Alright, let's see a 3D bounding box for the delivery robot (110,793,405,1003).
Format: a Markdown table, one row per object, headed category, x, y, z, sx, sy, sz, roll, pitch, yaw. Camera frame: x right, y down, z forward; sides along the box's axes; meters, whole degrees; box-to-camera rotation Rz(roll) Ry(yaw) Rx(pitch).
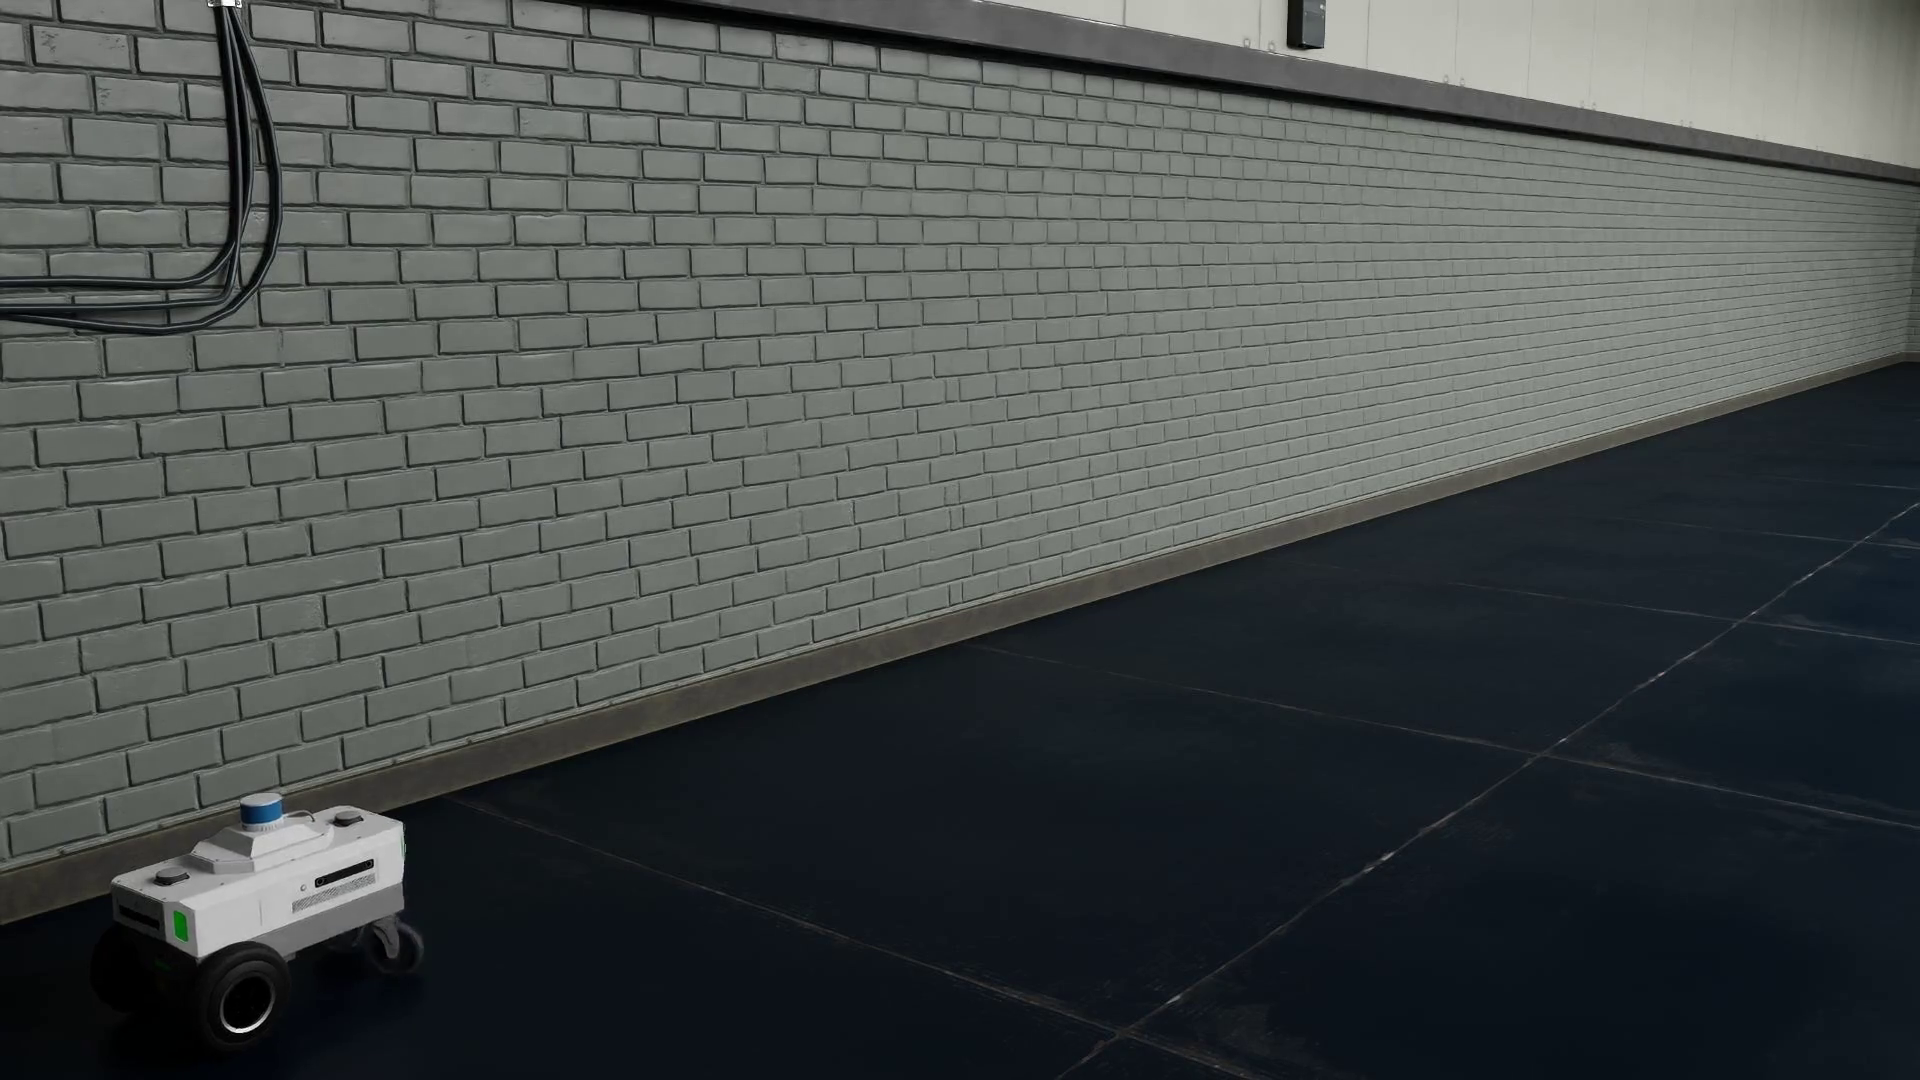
| category | x | y | z | sx | sy | sz | roll | pitch | yaw |
| --- | --- | --- | --- | --- | --- | --- | --- | --- | --- |
| delivery robot | -1.840 | 0.915 | 4.418 | 0.477 | 0.478 | 0.707 | 7 | 12 | 34 |
